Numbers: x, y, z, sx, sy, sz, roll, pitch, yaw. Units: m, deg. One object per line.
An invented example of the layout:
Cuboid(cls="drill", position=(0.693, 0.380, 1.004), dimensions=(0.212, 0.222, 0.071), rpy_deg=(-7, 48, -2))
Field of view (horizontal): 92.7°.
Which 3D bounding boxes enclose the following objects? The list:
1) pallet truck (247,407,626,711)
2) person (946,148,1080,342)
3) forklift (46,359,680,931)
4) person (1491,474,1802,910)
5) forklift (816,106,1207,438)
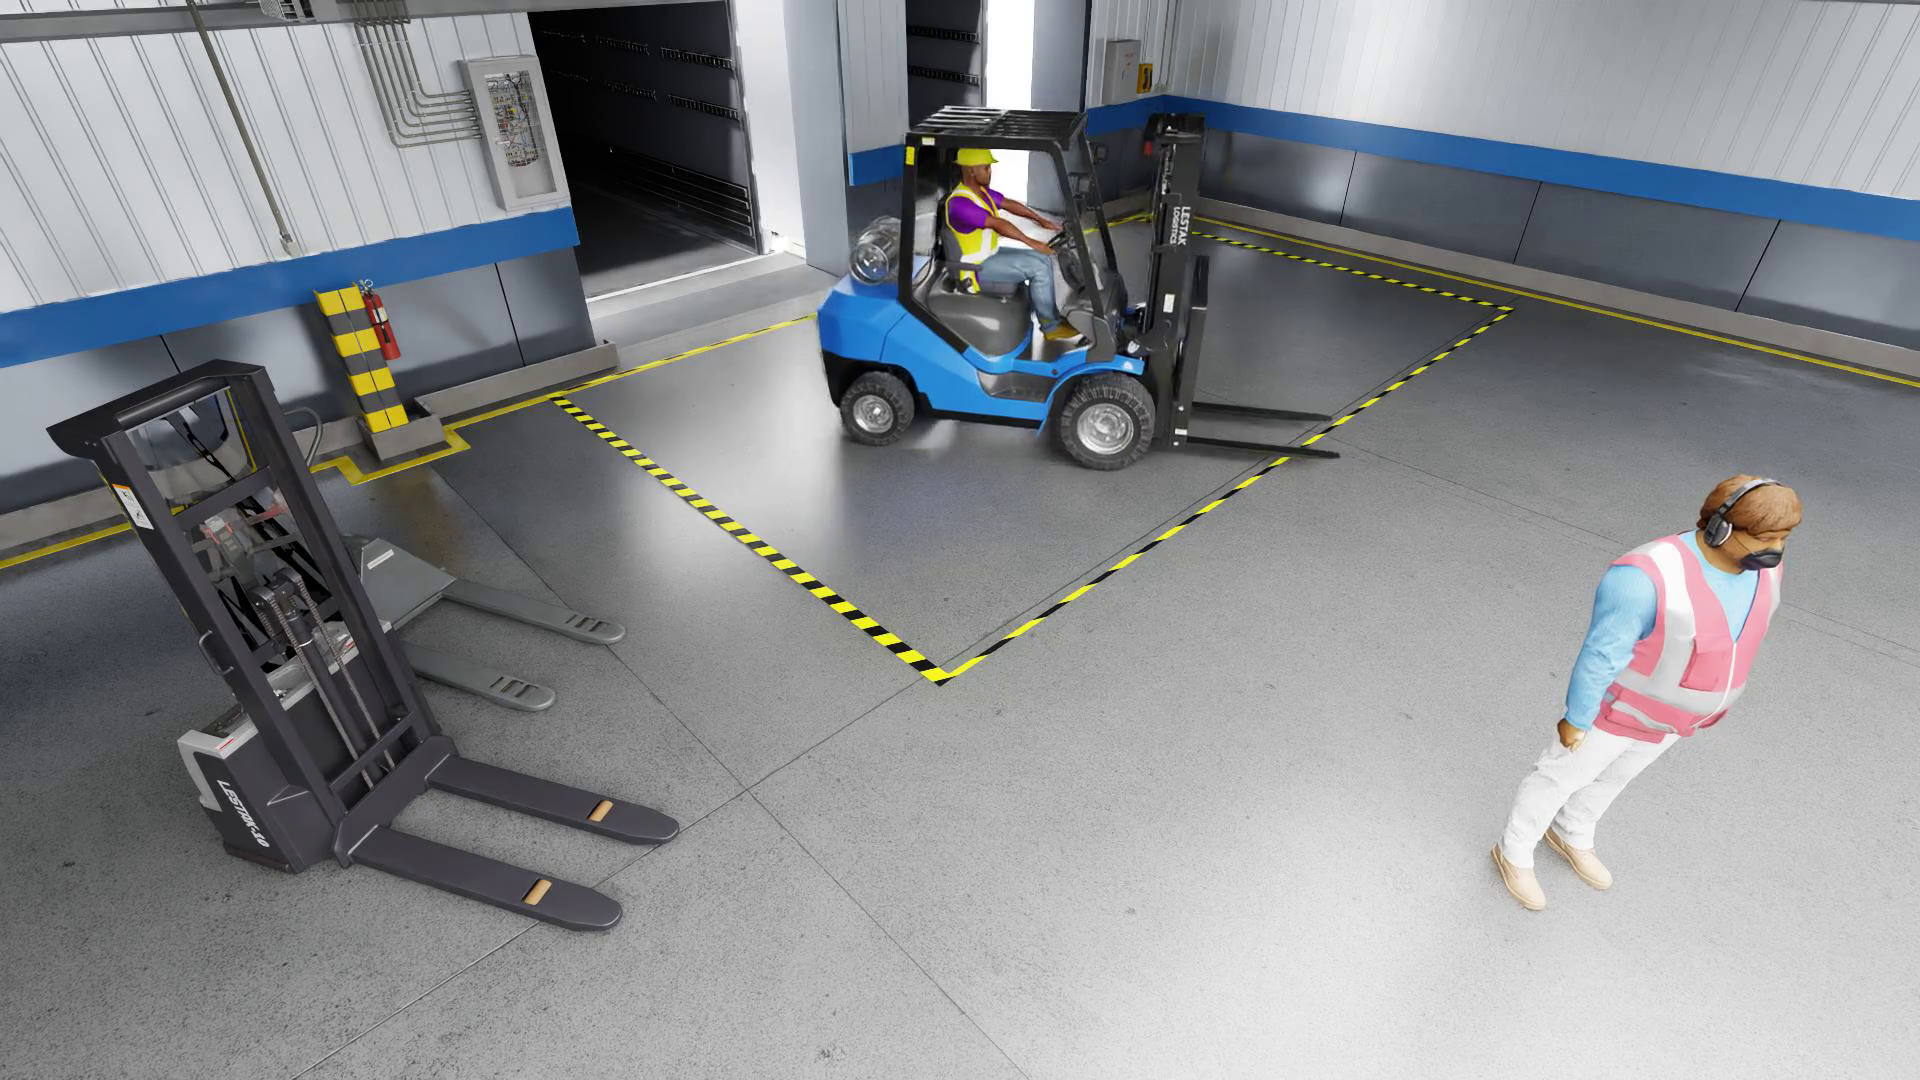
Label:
Cuboid(cls="pallet truck", position=(-2.628, 0.038, 4.590), dimensions=(1.601, 1.201, 0.680), rpy_deg=(12, 36, 18))
Cuboid(cls="person", position=(0.419, -2.038, 6.322), dimensions=(1.004, 1.294, 0.635), rpy_deg=(8, 35, 11))
Cuboid(cls="forklift", position=(-2.135, 0.422, 3.354), dimensions=(1.885, 1.965, 0.823), rpy_deg=(10, 35, 14))
Cuboid(cls="person", position=(2.408, 0.589, 3.246), dimensions=(0.618, 1.845, 0.430), rpy_deg=(-8, 35, -12))
Cuboid(cls="forklift", position=(0.363, -1.895, 6.445), dimensions=(2.680, 2.036, 1.157), rpy_deg=(8, 35, 11))
